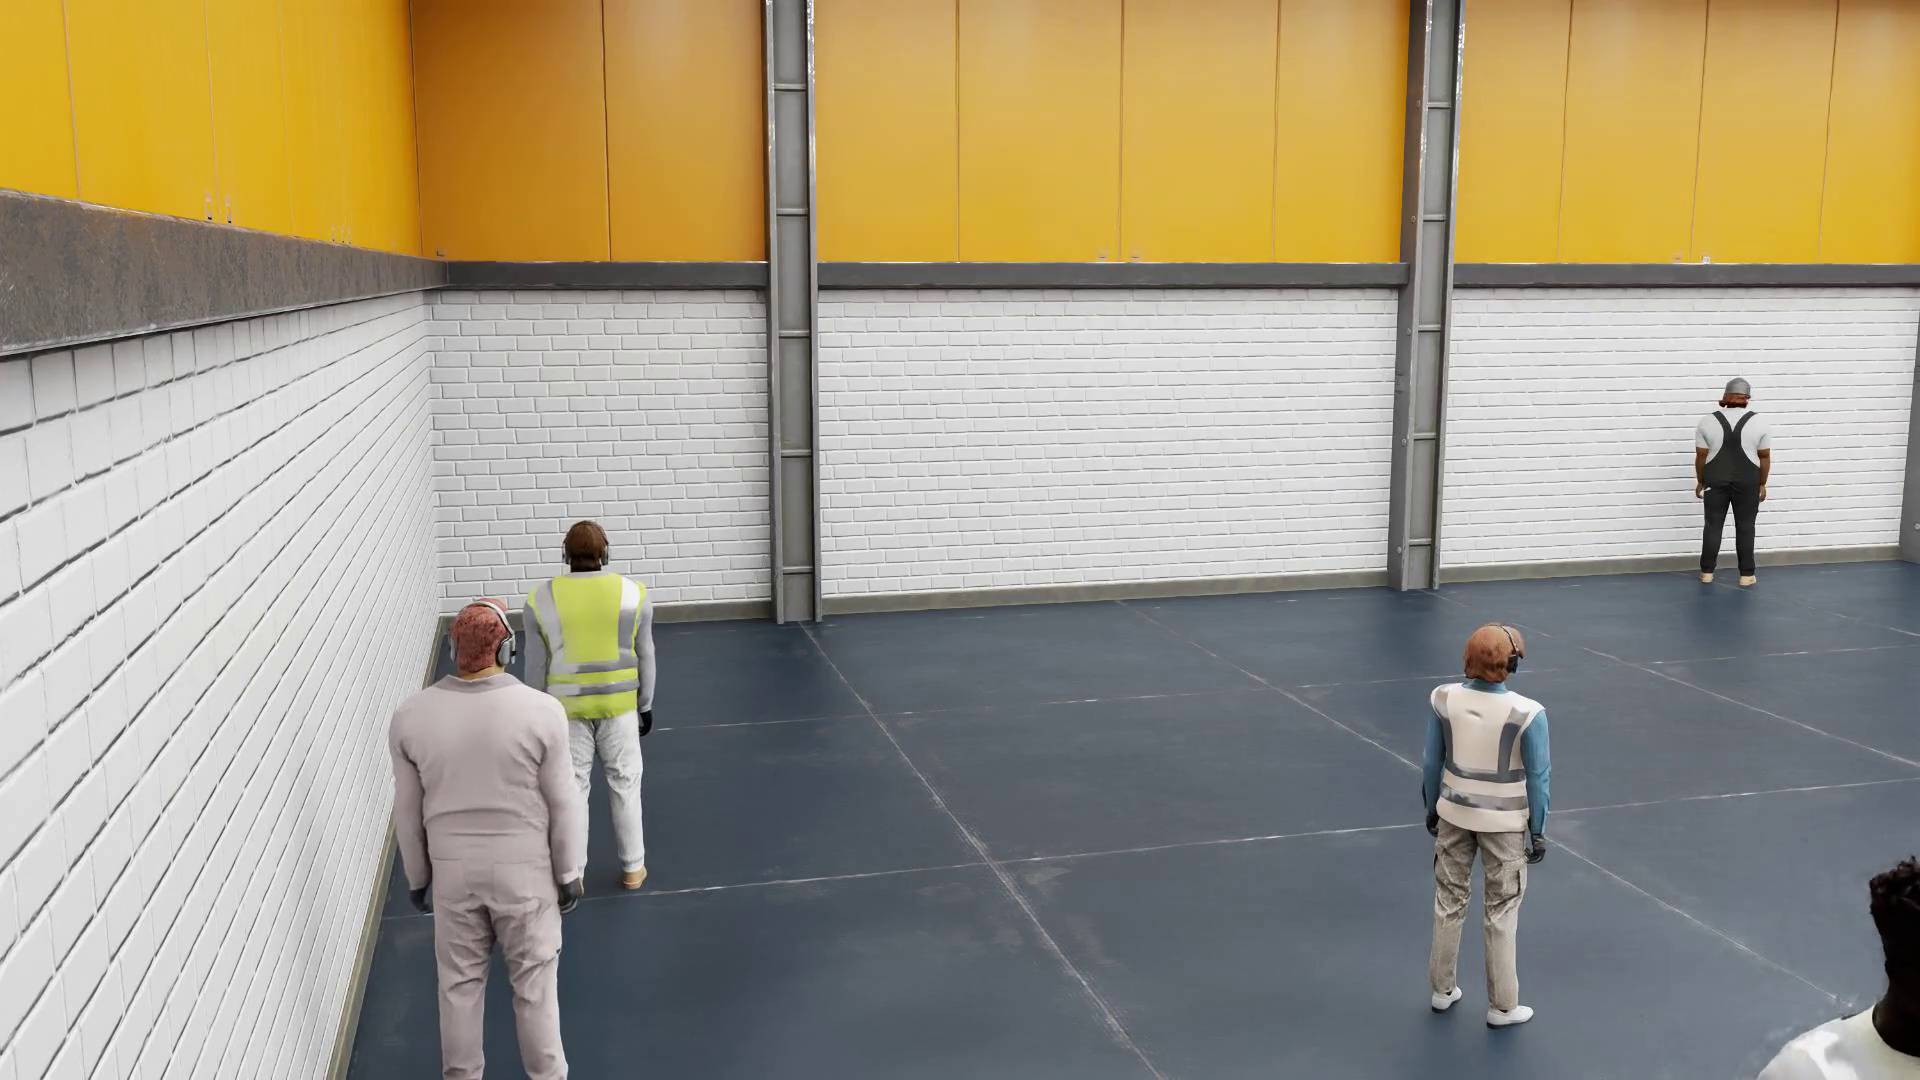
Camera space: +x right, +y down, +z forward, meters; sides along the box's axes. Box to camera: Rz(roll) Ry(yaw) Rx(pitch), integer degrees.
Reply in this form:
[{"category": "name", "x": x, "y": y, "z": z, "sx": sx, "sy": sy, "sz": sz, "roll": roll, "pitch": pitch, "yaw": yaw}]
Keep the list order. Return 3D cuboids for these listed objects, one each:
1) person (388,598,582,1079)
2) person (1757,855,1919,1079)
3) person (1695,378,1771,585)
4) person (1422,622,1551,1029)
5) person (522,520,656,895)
[{"category": "person", "x": -1.636, "y": 1.150, "z": 5.860, "sx": 0.637, "sy": 1.911, "sz": 0.403, "roll": 0, "pitch": 9, "yaw": 2}, {"category": "person", "x": 1.784, "y": 1.541, "z": 3.327, "sx": 0.617, "sy": 1.945, "sz": 0.819, "roll": -2, "pitch": 9, "yaw": -14}, {"category": "person", "x": 7.552, "y": -0.585, "z": 16.274, "sx": 0.674, "sy": 2.000, "sz": 0.535, "roll": 5, "pitch": 10, "yaw": 29}, {"category": "person", "x": 2.115, "y": 1.147, "z": 6.720, "sx": 0.524, "sy": 1.636, "sz": 0.308, "roll": 8, "pitch": 12, "yaw": 41}, {"category": "person", "x": -1.804, "y": 0.819, "z": 8.134, "sx": 0.624, "sy": 1.844, "sz": 0.421, "roll": -3, "pitch": 9, "yaw": -16}]
